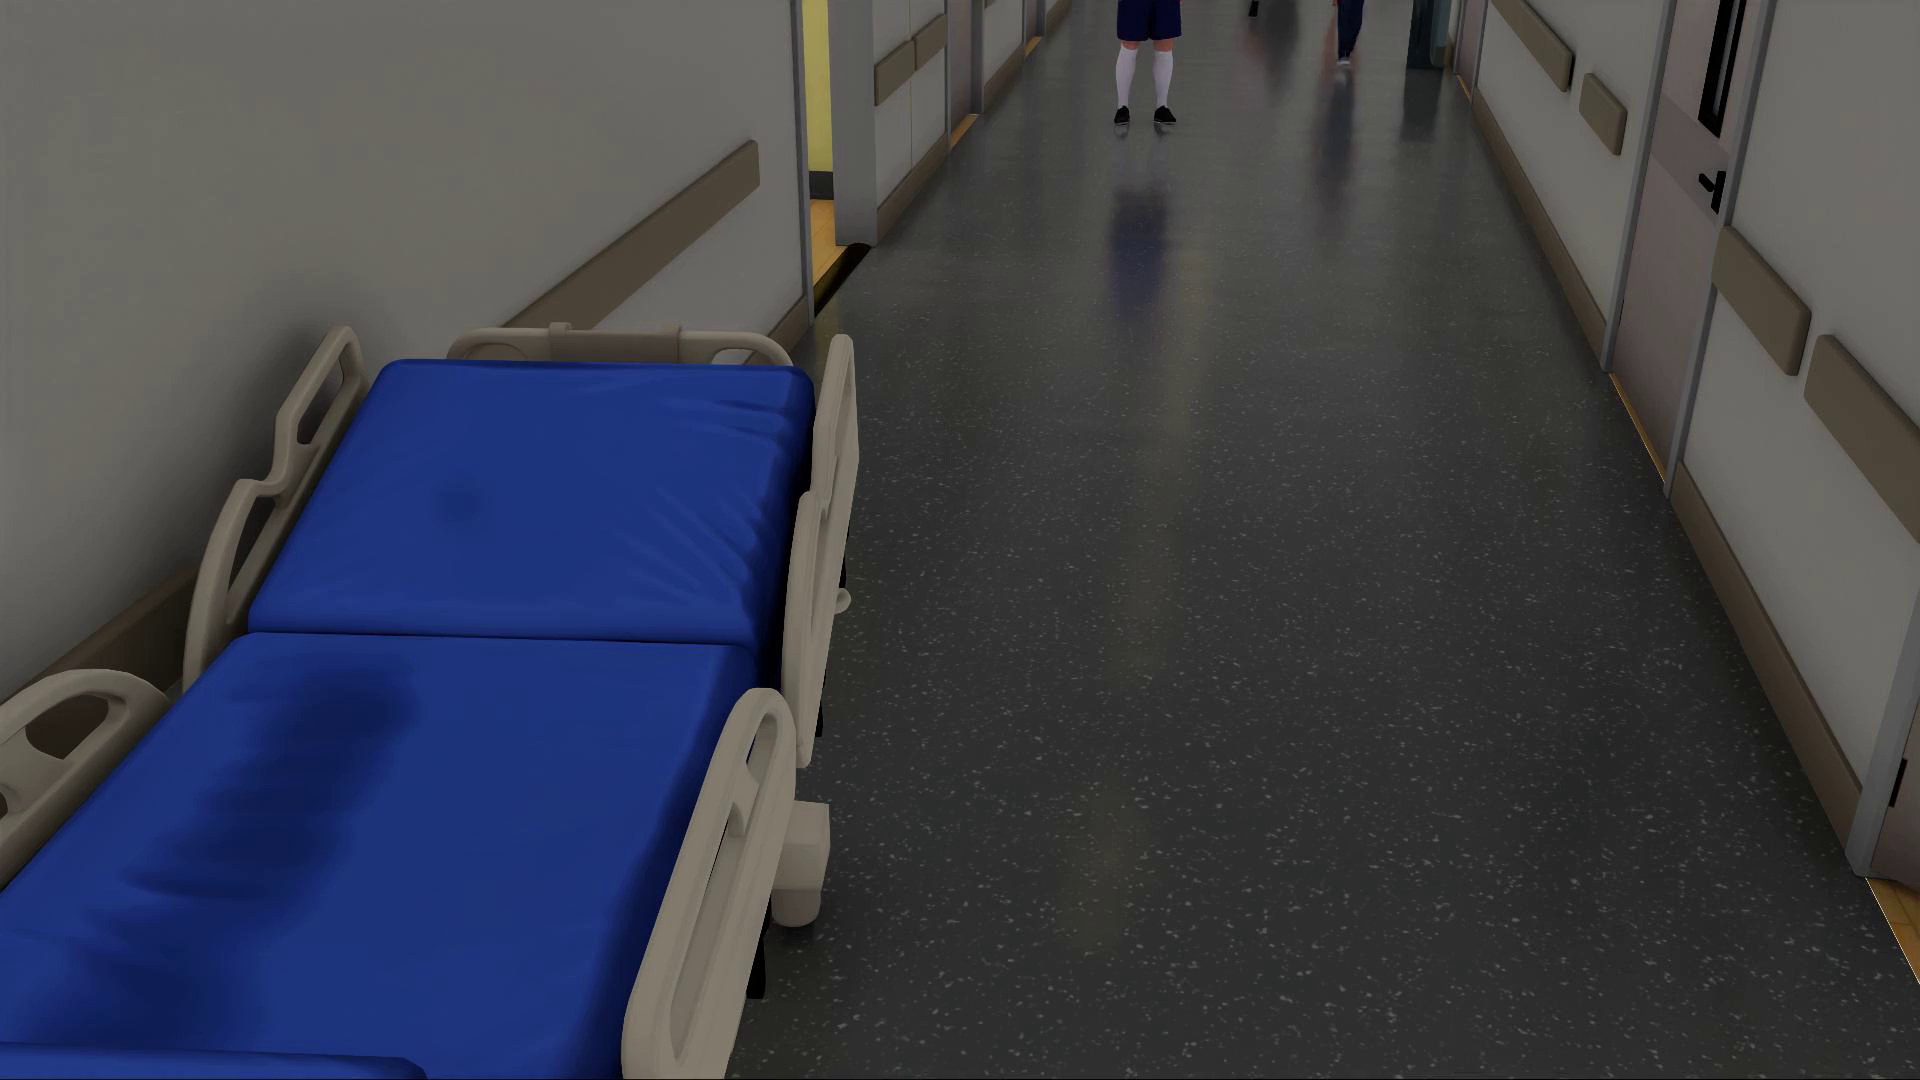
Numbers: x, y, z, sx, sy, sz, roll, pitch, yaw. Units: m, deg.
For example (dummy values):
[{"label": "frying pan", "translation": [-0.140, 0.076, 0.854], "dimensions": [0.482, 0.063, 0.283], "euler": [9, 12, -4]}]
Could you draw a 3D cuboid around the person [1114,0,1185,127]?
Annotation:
[{"label": "person", "translation": [1.285, -3.738, 11.196], "dimensions": [0.607, 1.839, 0.786], "euler": [-2, 26, -4]}]
